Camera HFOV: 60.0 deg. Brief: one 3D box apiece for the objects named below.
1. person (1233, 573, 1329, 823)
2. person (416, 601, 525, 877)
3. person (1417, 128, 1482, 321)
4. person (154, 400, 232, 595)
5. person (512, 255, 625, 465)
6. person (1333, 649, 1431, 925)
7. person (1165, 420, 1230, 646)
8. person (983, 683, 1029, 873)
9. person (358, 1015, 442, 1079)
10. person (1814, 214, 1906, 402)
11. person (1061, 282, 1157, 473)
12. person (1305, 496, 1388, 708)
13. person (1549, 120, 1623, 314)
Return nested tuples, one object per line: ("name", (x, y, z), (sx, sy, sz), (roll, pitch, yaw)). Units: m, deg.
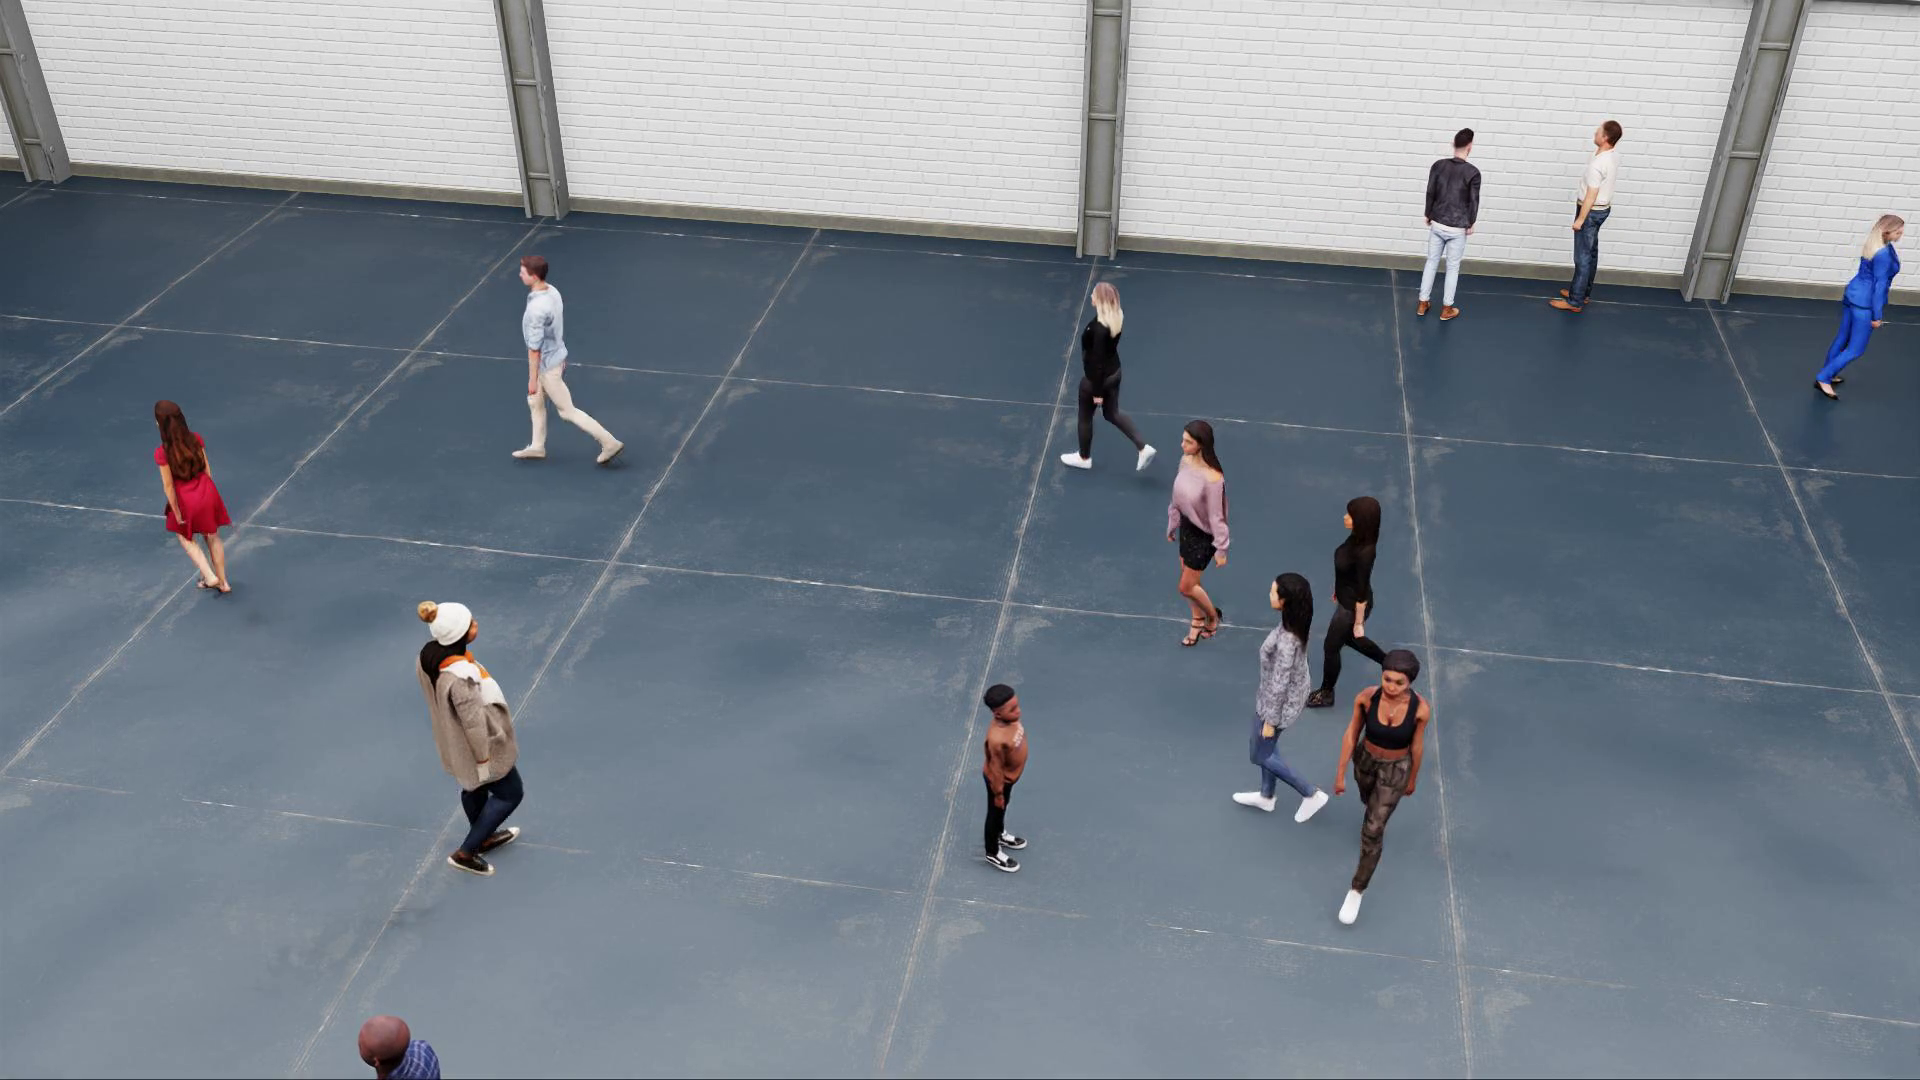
("person", (1.966, 0.970, 9.759), (0.867, 1.715, 0.723), (12, 36, 18))
("person", (-2.844, 1.136, 9.357), (0.951, 1.883, 0.895), (-28, 43, -35))
("person", (4.571, -2.940, 15.533), (0.649, 1.835, 0.794), (22, 39, 29))
("person", (-5.393, -0.270, 11.782), (0.751, 1.541, 0.684), (24, 41, 32))
("person", (-3.163, -1.374, 13.197), (1.233, 1.813, 0.800), (-1, 34, -1))
("person", (2.390, 1.260, 9.379), (1.180, 1.653, 0.876), (16, 37, 23))
("person", (1.678, -0.021, 11.179), (0.856, 1.793, 0.813), (-14, 36, -20))
("person", (0.238, 1.344, 9.613), (0.517, 1.253, 0.548), (11, 35, 16))
("person", (-2.306, 2.666, 7.112), (0.620, 1.819, 0.676), (2, 34, 4))
("person", (7.727, -2.023, 14.283), (0.576, 1.691, 0.660), (-1, 34, -1))
("person", (1.215, -1.243, 13.133), (1.100, 1.665, 0.832), (17, 37, 23))
("person", (2.595, 0.415, 10.674), (0.918, 1.627, 0.572), (4, 34, 5))
("person", (5.982, -3.067, 15.705), (0.737, 1.856, 0.748), (22, 40, 30))
